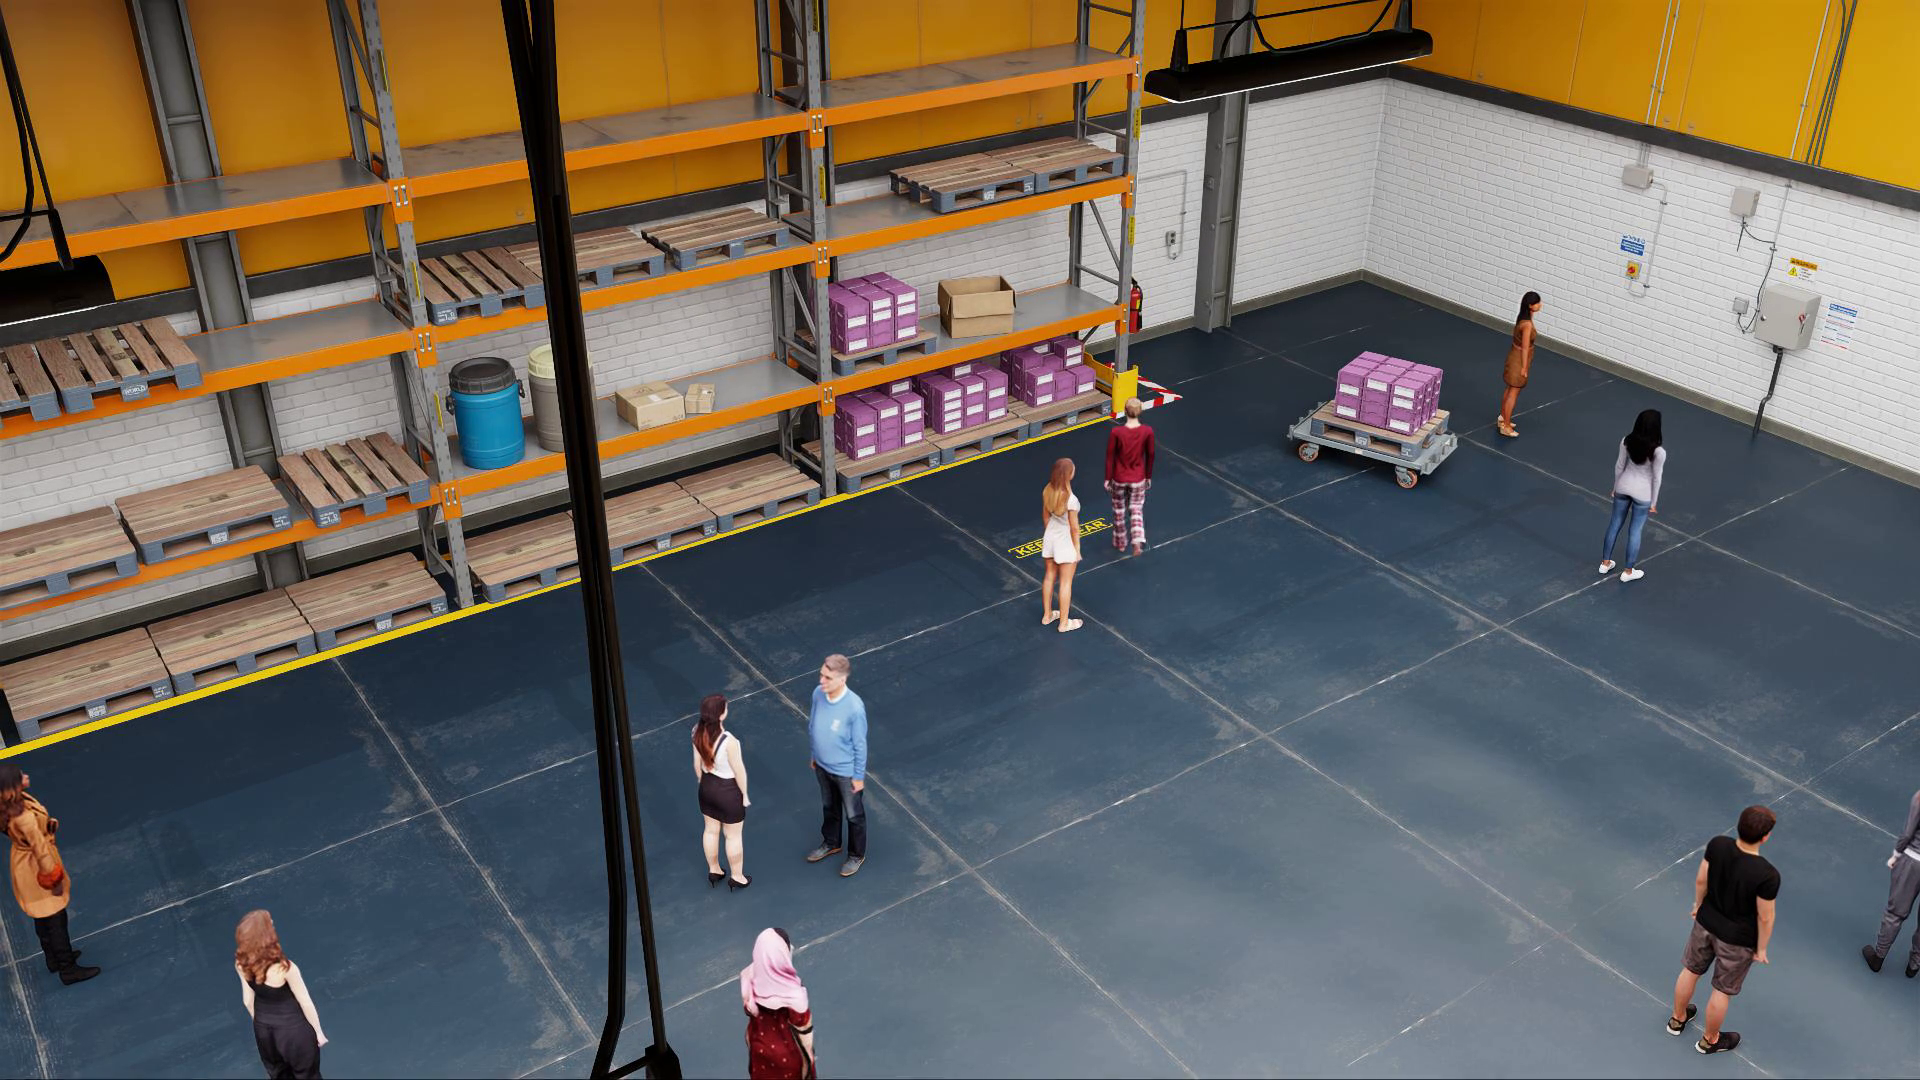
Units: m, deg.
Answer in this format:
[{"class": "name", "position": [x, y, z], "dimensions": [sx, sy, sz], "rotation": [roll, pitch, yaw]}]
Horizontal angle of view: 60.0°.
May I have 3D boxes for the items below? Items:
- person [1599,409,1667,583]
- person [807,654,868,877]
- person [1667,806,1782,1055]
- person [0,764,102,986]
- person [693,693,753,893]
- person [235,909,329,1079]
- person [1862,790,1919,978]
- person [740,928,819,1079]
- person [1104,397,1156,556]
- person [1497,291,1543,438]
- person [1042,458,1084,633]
[{"class": "person", "position": [6.419, -0.439, 15.848], "dimensions": [0.540, 1.734, 0.614], "rotation": [-22, 35, -34]}, {"class": "person", "position": [-0.873, 1.592, 12.036], "dimensions": [0.715, 1.820, 0.672], "rotation": [21, 35, 33]}, {"class": "person", "position": [4.808, 2.429, 10.458], "dimensions": [0.566, 1.862, 0.680], "rotation": [-17, 33, -29]}, {"class": "person", "position": [-6.106, 2.197, 11.031], "dimensions": [0.725, 1.720, 0.665], "rotation": [24, 37, 36]}, {"class": "person", "position": [-1.702, 1.797, 11.840], "dimensions": [0.636, 1.649, 0.650], "rotation": [13, 31, 22]}, {"class": "person", "position": [-3.982, 2.874, 9.761], "dimensions": [0.654, 1.748, 0.719], "rotation": [4, 29, 7]}, {"class": "person", "position": [6.413, 2.162, 11.033], "dimensions": [0.651, 1.780, 0.679], "rotation": [9, 30, 17]}, {"class": "person", "position": [-1.056, 2.945, 9.750], "dimensions": [0.742, 1.635, 0.719], "rotation": [18, 33, 30]}, {"class": "person", "position": [1.653, -0.579, 16.157], "dimensions": [0.871, 1.686, 0.895], "rotation": [-3, 29, -6]}, {"class": "person", "position": [6.310, -2.001, 18.760], "dimensions": [0.701, 1.689, 0.638], "rotation": [5, 29, 9]}, {"class": "person", "position": [0.903, 0.032, 15.025], "dimensions": [0.573, 1.696, 0.583], "rotation": [-22, 36, -34]}]
